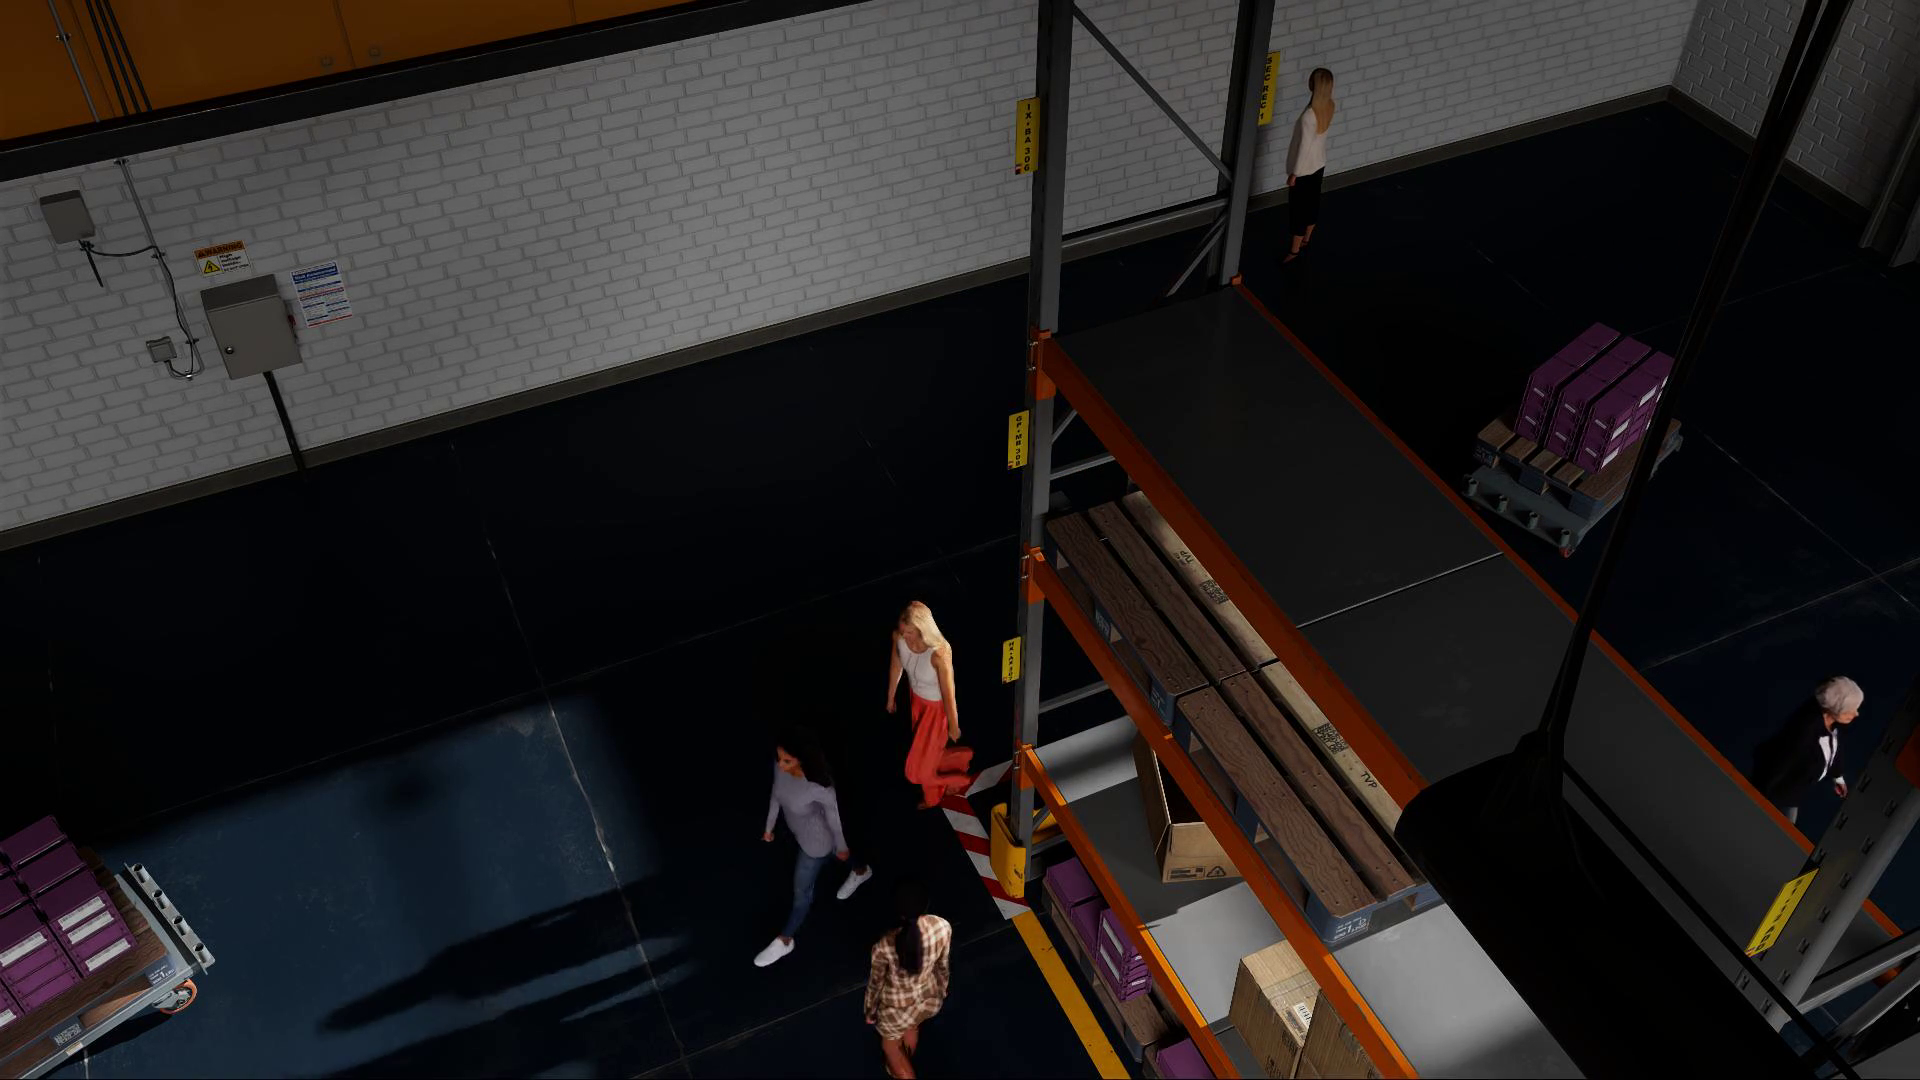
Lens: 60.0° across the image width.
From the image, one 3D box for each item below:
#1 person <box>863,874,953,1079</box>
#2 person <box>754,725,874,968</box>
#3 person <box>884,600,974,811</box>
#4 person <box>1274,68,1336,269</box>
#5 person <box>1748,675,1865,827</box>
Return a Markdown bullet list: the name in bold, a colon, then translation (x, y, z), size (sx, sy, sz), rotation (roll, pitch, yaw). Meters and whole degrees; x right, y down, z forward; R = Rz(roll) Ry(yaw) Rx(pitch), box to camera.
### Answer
- **person**: translation (-0.225, 2.409, 8.401), size (0.638, 1.758, 0.878), rotation (-20, 47, -20)
- **person**: translation (-0.757, 1.584, 9.314), size (0.873, 1.692, 1.147), rotation (-30, 51, -28)
- **person**: translation (-0.109, 0.948, 9.916), size (0.818, 1.784, 0.842), rotation (34, 53, 30)
- **person**: translation (2.955, -3.162, 14.175), size (0.679, 1.858, 0.687), rotation (28, 50, 26)
- **person**: translation (4.514, 1.251, 9.216), size (0.911, 1.751, 1.062), rotation (-34, 53, -31)
